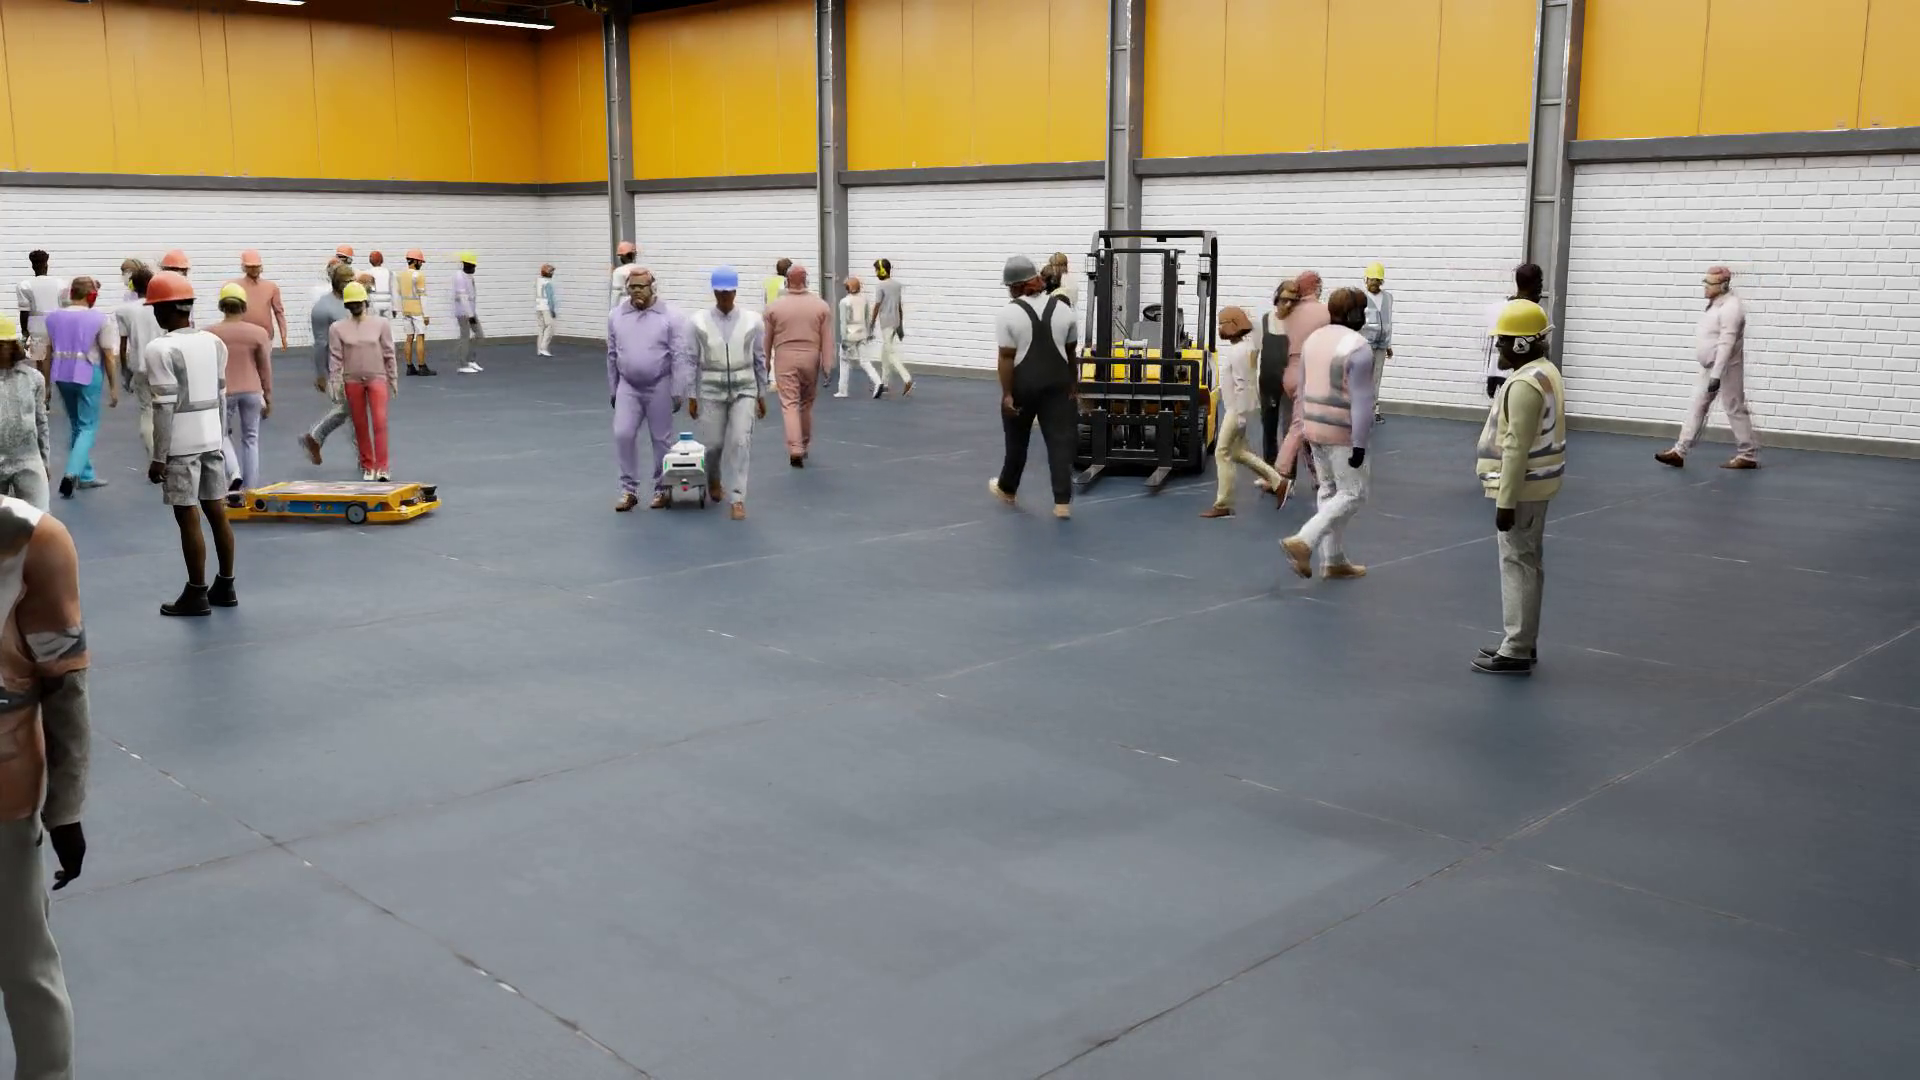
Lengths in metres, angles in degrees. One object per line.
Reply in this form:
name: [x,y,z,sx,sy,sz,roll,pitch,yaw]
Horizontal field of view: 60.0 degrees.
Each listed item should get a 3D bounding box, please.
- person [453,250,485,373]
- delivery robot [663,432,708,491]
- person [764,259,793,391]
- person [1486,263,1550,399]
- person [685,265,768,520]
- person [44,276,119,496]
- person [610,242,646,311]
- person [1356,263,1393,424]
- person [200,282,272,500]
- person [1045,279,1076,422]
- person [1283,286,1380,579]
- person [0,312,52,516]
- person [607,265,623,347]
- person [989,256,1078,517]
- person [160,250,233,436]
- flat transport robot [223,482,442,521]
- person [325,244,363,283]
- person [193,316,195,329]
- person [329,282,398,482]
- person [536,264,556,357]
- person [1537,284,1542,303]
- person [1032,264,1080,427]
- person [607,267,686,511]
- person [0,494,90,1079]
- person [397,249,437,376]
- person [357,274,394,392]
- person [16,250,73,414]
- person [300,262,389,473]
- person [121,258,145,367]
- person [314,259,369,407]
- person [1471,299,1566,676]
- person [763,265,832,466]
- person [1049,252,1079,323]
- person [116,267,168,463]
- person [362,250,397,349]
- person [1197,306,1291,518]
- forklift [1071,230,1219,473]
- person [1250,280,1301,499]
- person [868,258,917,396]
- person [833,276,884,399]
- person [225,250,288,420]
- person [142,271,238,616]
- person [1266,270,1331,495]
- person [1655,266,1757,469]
person: [-7.623,-3.531,25.795,0.502,1.897,0.608,2,11,8]
delivery robot: [-2.183,-0.617,13.309,0.477,0.478,0.707,-1,10,-5]
person: [-2.321,-2.958,22.928,0.916,1.801,0.632,-8,13,-37]
person: [4.701,-1.338,13.833,0.613,1.895,0.619,-3,11,-18]
person: [-1.781,-1.135,12.683,0.623,1.924,0.695,-2,11,-9]
person: [-7.309,-1.270,13.731,0.636,1.808,0.755,1,10,5]
person: [-5.011,-3.478,25.125,0.458,2.030,0.647,9,14,40]
person: [4.650,-2.217,18.824,0.599,1.823,0.403,-4,11,-20]
person: [-5.785,-1.176,13.315,0.553,1.752,0.391,-7,12,-32]
person: [1.065,-2.187,19.008,0.530,1.696,0.321,-1,10,-5]
person: [2.257,-0.631,10.165,0.609,1.830,0.632,-4,11,-23]
person: [-5.505,-0.461,9.572,0.861,1.710,0.493,10,14,42]
person: [-6.119,-4.152,29.990,0.512,1.601,0.816,-9,14,-41]
person: [0.583,-1.215,12.769,0.773,2.000,1.038,-4,11,-19]
person: [-8.150,-2.017,17.328,1.071,1.982,0.618,4,11,22]
flat transport robot: [-4.757,-0.303,12.623,1.431,0.197,0.652,1,10,5]
person: [-9.190,-3.433,24.987,0.622,1.993,0.381,1,10,4]
person: [-9.014,-2.174,19.093,0.309,1.639,0.523,9,14,40]
person: [-5.110,-1.331,14.235,0.538,1.725,0.826,-3,11,-14]
person: [-7.311,-4.047,29.369,0.331,1.621,0.572,-5,12,-27]
person: [5.947,-1.915,17.551,0.321,1.690,0.529,3,11,18]
person: [1.092,-2.145,18.456,0.800,1.820,0.638,-2,11,-12]
person: [-2.449,-1.154,12.858,0.653,1.883,0.701,1,10,5]
person: [-2.145,0.538,3.515,0.584,1.928,0.374,-1,10,-5]
person: [-8.272,-3.454,25.292,0.545,1.927,0.385,6,12,30]
person: [-7.923,-2.776,22.460,0.785,1.594,0.520,1,10,5]
person: [-10.962,-2.497,19.982,0.600,1.958,0.378,-8,13,-37]
person: [-5.623,-1.551,15.001,0.868,1.899,0.670,4,11,21]
person: [-8.107,-1.871,16.703,0.659,1.910,0.463,7,13,34]
person: [-7.622,-2.529,20.489,0.608,1.829,0.990,-8,13,-36]
person: [2.723,-0.253,8.113,0.403,1.826,0.592,6,12,28]
person: [-1.534,-1.637,15.584,0.666,1.865,0.971,-2,11,-12]
person: [1.188,-2.410,19.580,0.371,1.934,0.627,4,11,22]
person: [-7.268,-1.514,14.929,0.510,1.854,0.420,-3,11,-18]
person: [-9.728,-3.895,27.820,0.380,1.883,0.603,10,14,43]
person: [2.159,-0.956,12.537,0.651,1.611,0.508,2,10,8]
forklift: [1.804,-1.825,15.677,1.214,2.155,2.313,2,11,13]
person: [2.677,-1.257,13.790,0.534,1.777,0.881,4,11,19]
person: [-0.902,-2.838,22.207,0.793,1.839,0.509,5,12,27]
person: [-1.326,-2.634,21.705,0.520,1.608,0.781,-10,14,-44]
person: [-8.148,-2.373,19.327,0.648,1.941,1.027,-8,13,-36]
person: [-4.352,-0.536,9.353,0.362,1.936,0.542,3,11,16]
person: [2.843,-1.281,13.644,1.018,1.858,0.648,-8,13,-35]
person: [6.878,-1.554,15.138,0.944,1.853,0.667,0,10,-1]
